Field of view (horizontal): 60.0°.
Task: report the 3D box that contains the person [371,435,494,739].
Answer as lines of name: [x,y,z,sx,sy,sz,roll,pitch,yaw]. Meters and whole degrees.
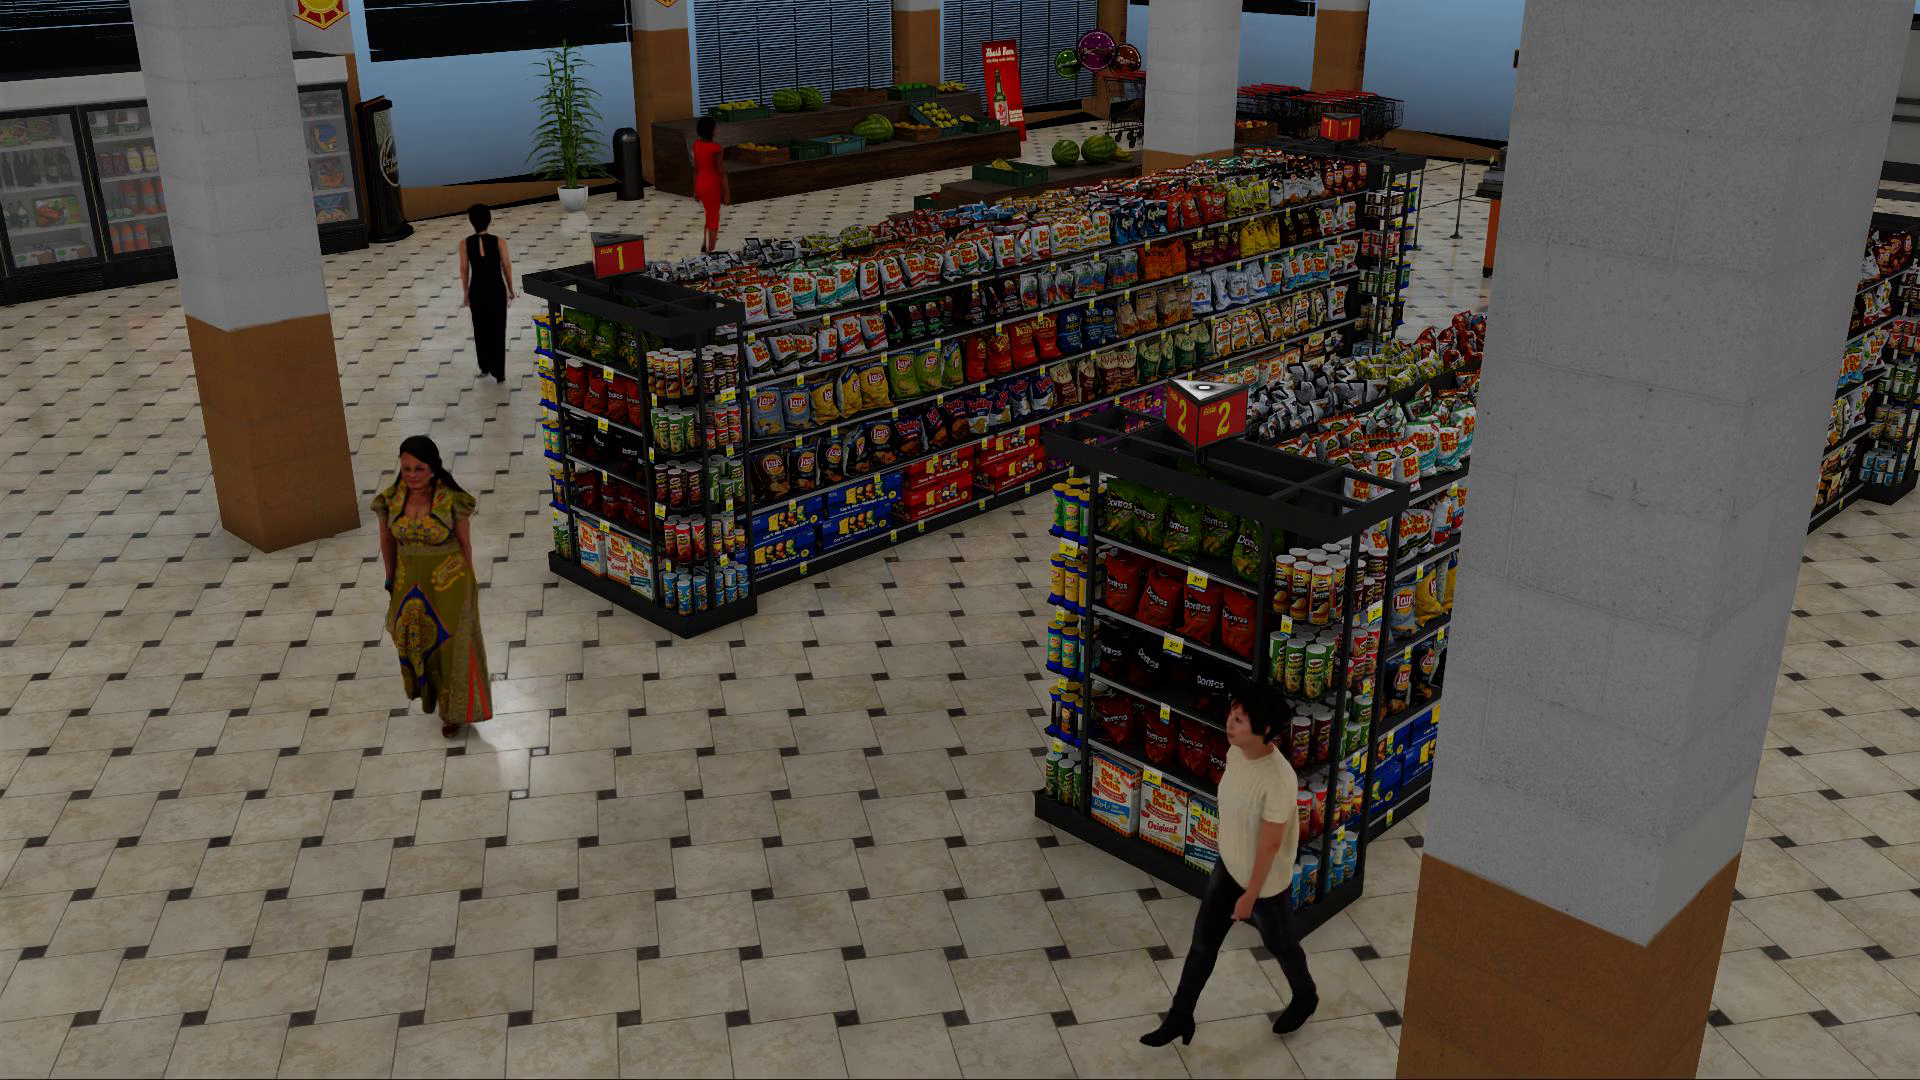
person: [-2.793,0.206,8.879,1.013,1.646,1.052,-3,22,-6]

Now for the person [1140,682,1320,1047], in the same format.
person: [1.186,1.278,6.343,1.071,1.548,0.839,-8,23,-20]

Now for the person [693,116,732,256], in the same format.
person: [-2.959,-3.996,19.219,0.641,1.733,0.644,15,26,33]

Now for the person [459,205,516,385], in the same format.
person: [-4.233,-2.169,14.872,0.749,1.585,0.809,-3,22,-7]
